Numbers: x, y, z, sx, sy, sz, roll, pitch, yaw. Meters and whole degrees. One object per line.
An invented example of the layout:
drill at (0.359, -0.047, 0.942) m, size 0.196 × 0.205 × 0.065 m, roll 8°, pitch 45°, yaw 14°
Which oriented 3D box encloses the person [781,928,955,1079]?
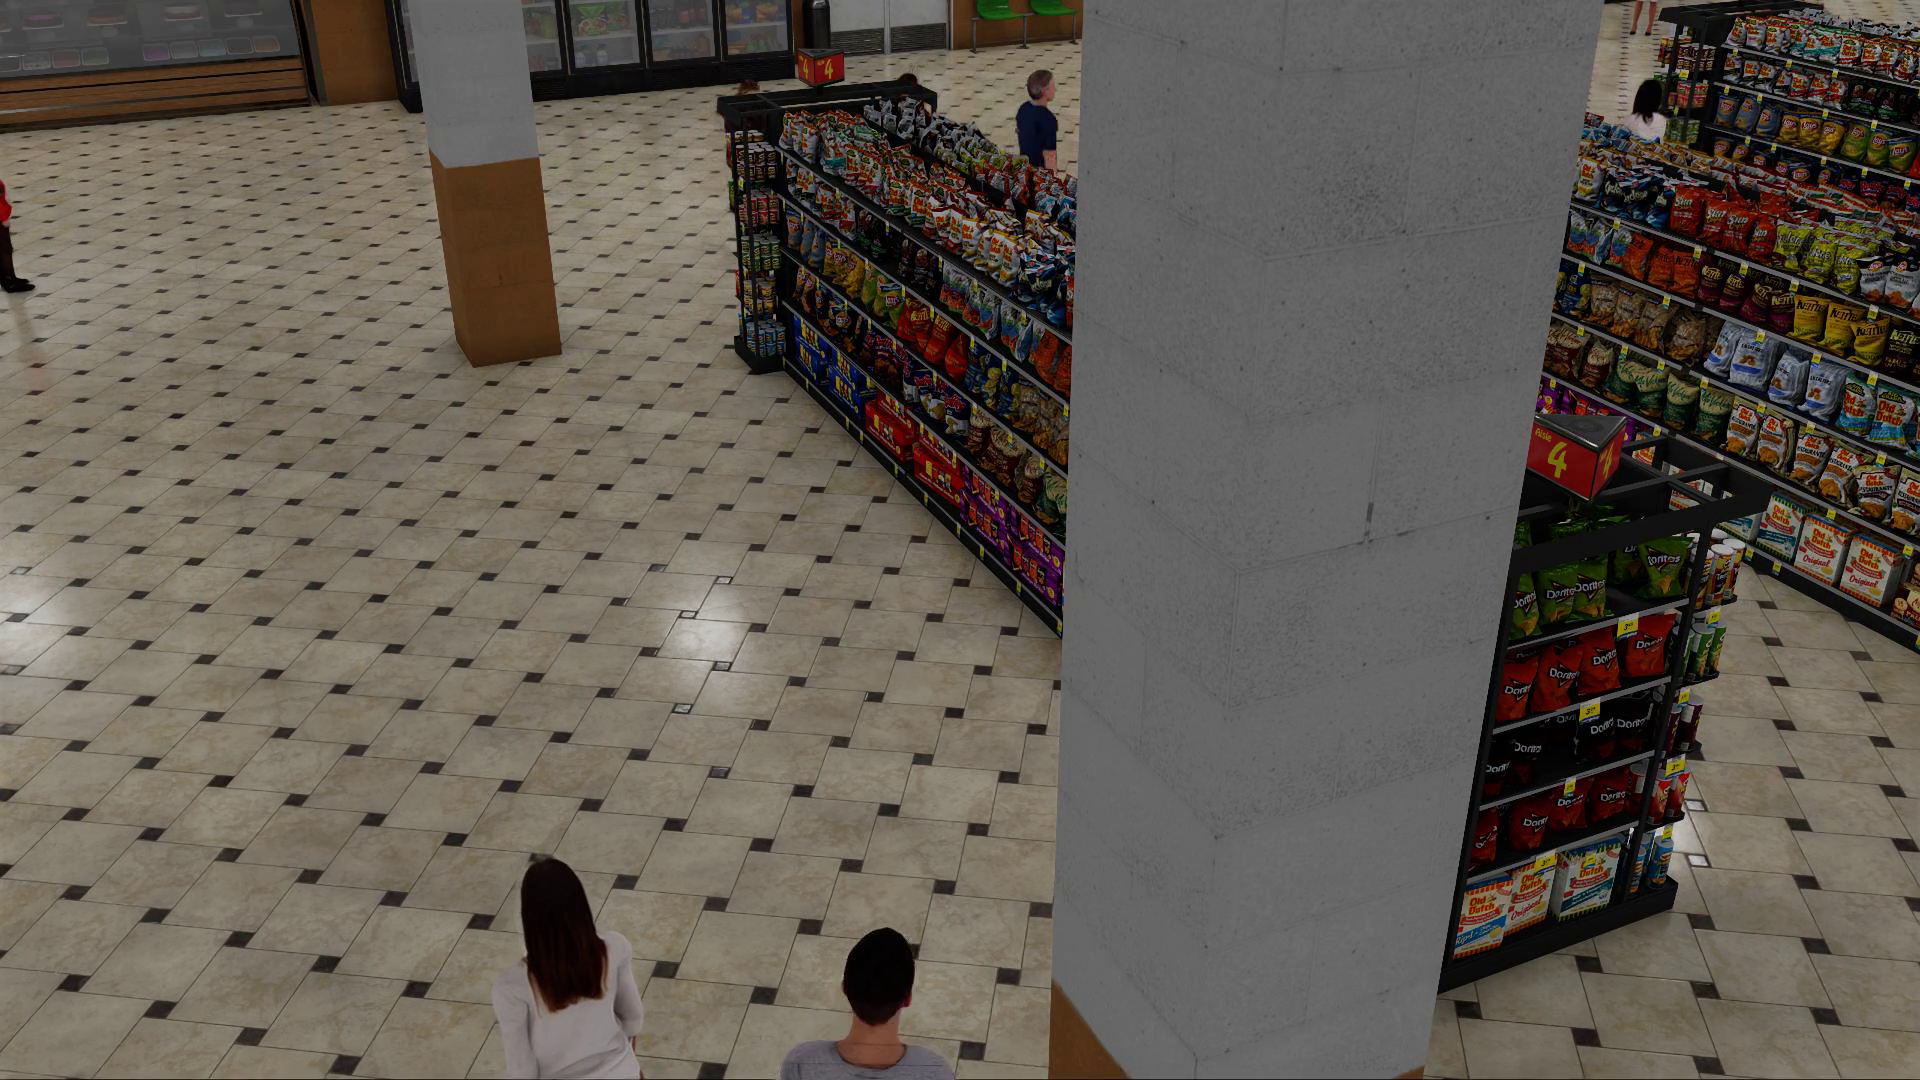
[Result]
person at (-0.261, 1.875, 4.527) m, size 0.905 × 1.823 × 1.099 m, roll 0°, pitch 27°, yaw -1°

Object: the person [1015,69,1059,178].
person at (0.604, -3.071, 14.243) m, size 0.747 × 1.856 × 0.775 m, roll -14°, pitch 30°, yaw -25°

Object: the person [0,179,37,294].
person at (-8.291, -2.786, 14.317) m, size 0.599 × 1.280 × 0.478 m, roll -20°, pitch 33°, yaw -34°

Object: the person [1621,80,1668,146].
person at (6.052, -3.264, 14.878) m, size 0.712 × 1.626 × 0.804 m, roll -6°, pitch 27°, yaw -11°

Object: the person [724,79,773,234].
person at (-1.899, -3.311, 14.925) m, size 0.644 × 1.667 × 0.731 m, roll -15°, pitch 30°, yaw -27°

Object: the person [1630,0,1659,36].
person at (10.467, -8.544, 25.156) m, size 0.638 × 1.746 × 0.699 m, roll 10°, pitch 28°, yaw 18°

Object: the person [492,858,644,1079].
person at (-1.159, 1.668, 5.083) m, size 0.642 × 1.688 × 0.605 m, roll -19°, pitch 32°, yaw -33°
